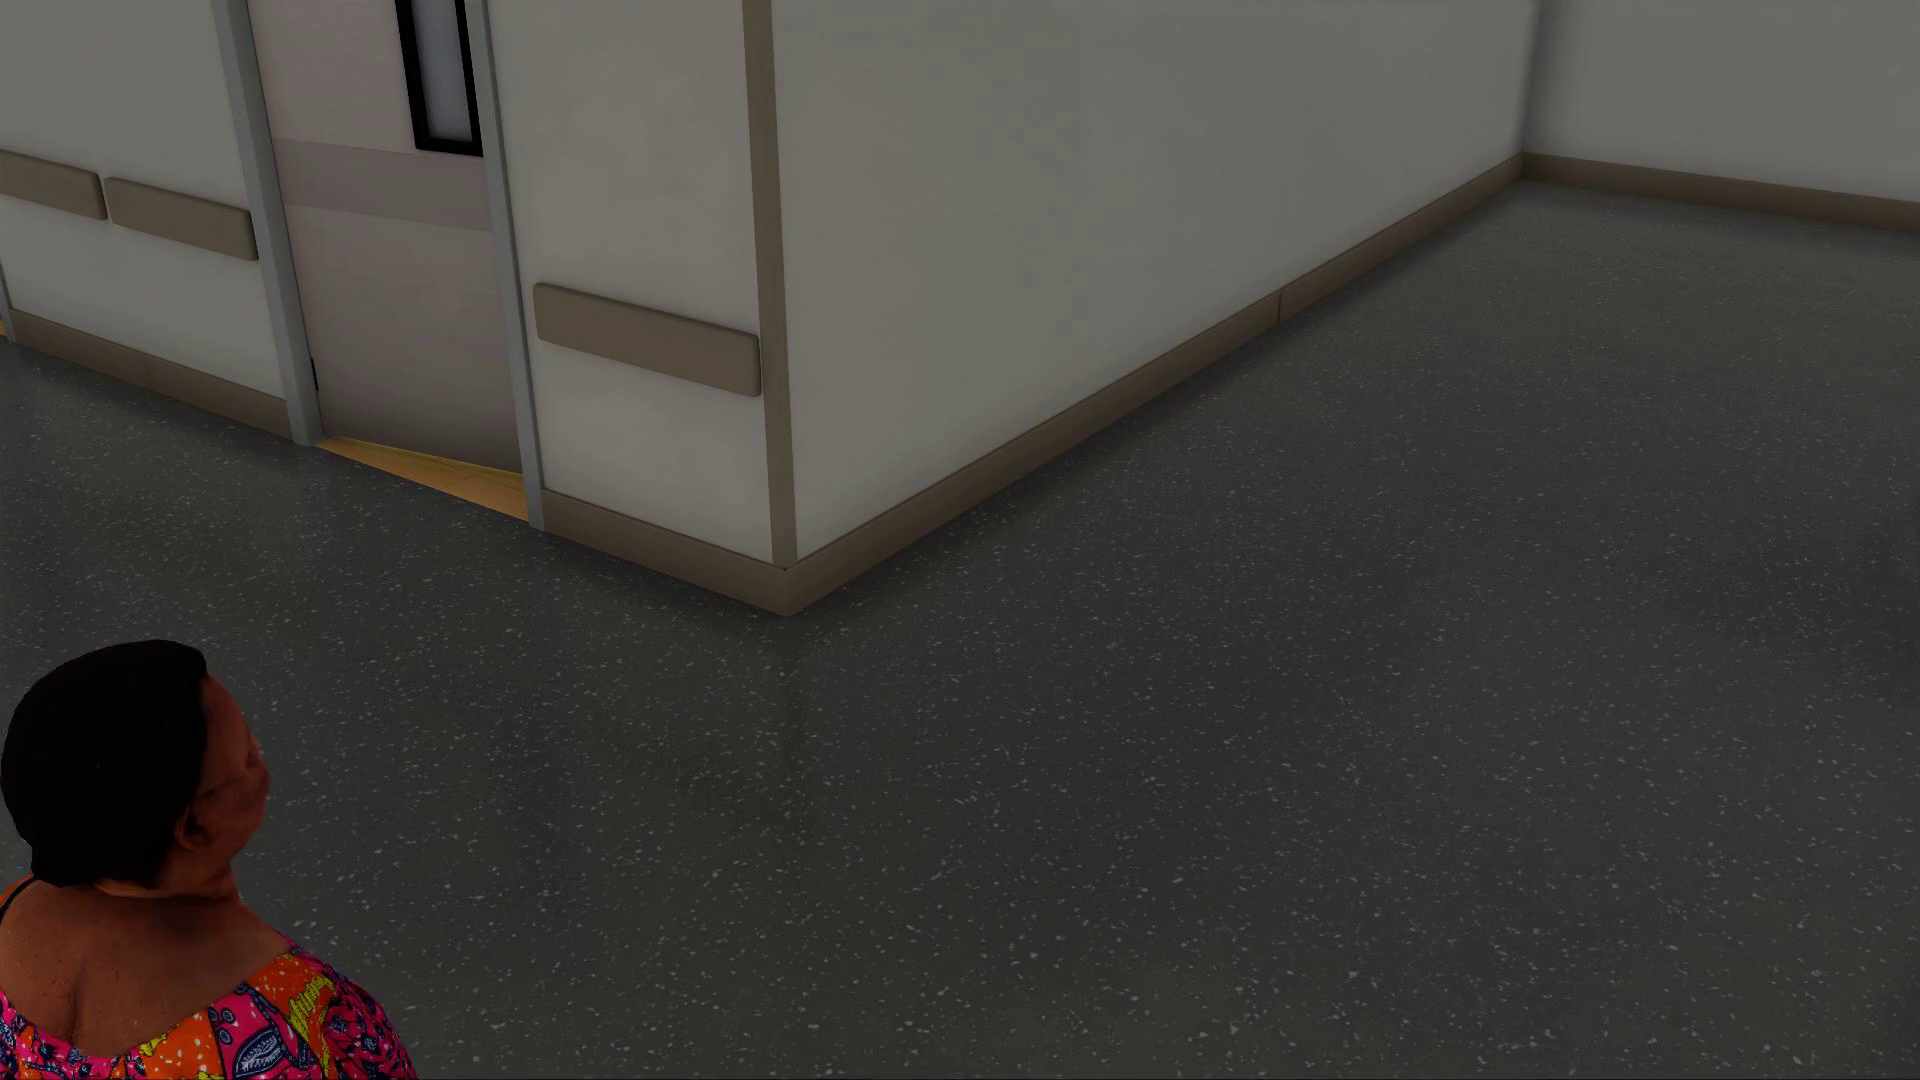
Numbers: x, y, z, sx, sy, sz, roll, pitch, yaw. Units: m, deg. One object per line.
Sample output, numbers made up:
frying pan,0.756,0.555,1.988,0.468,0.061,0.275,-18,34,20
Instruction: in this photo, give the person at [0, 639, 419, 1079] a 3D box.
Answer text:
person,-0.870,0.886,1.906,0.711,1.655,0.807,11,28,22
